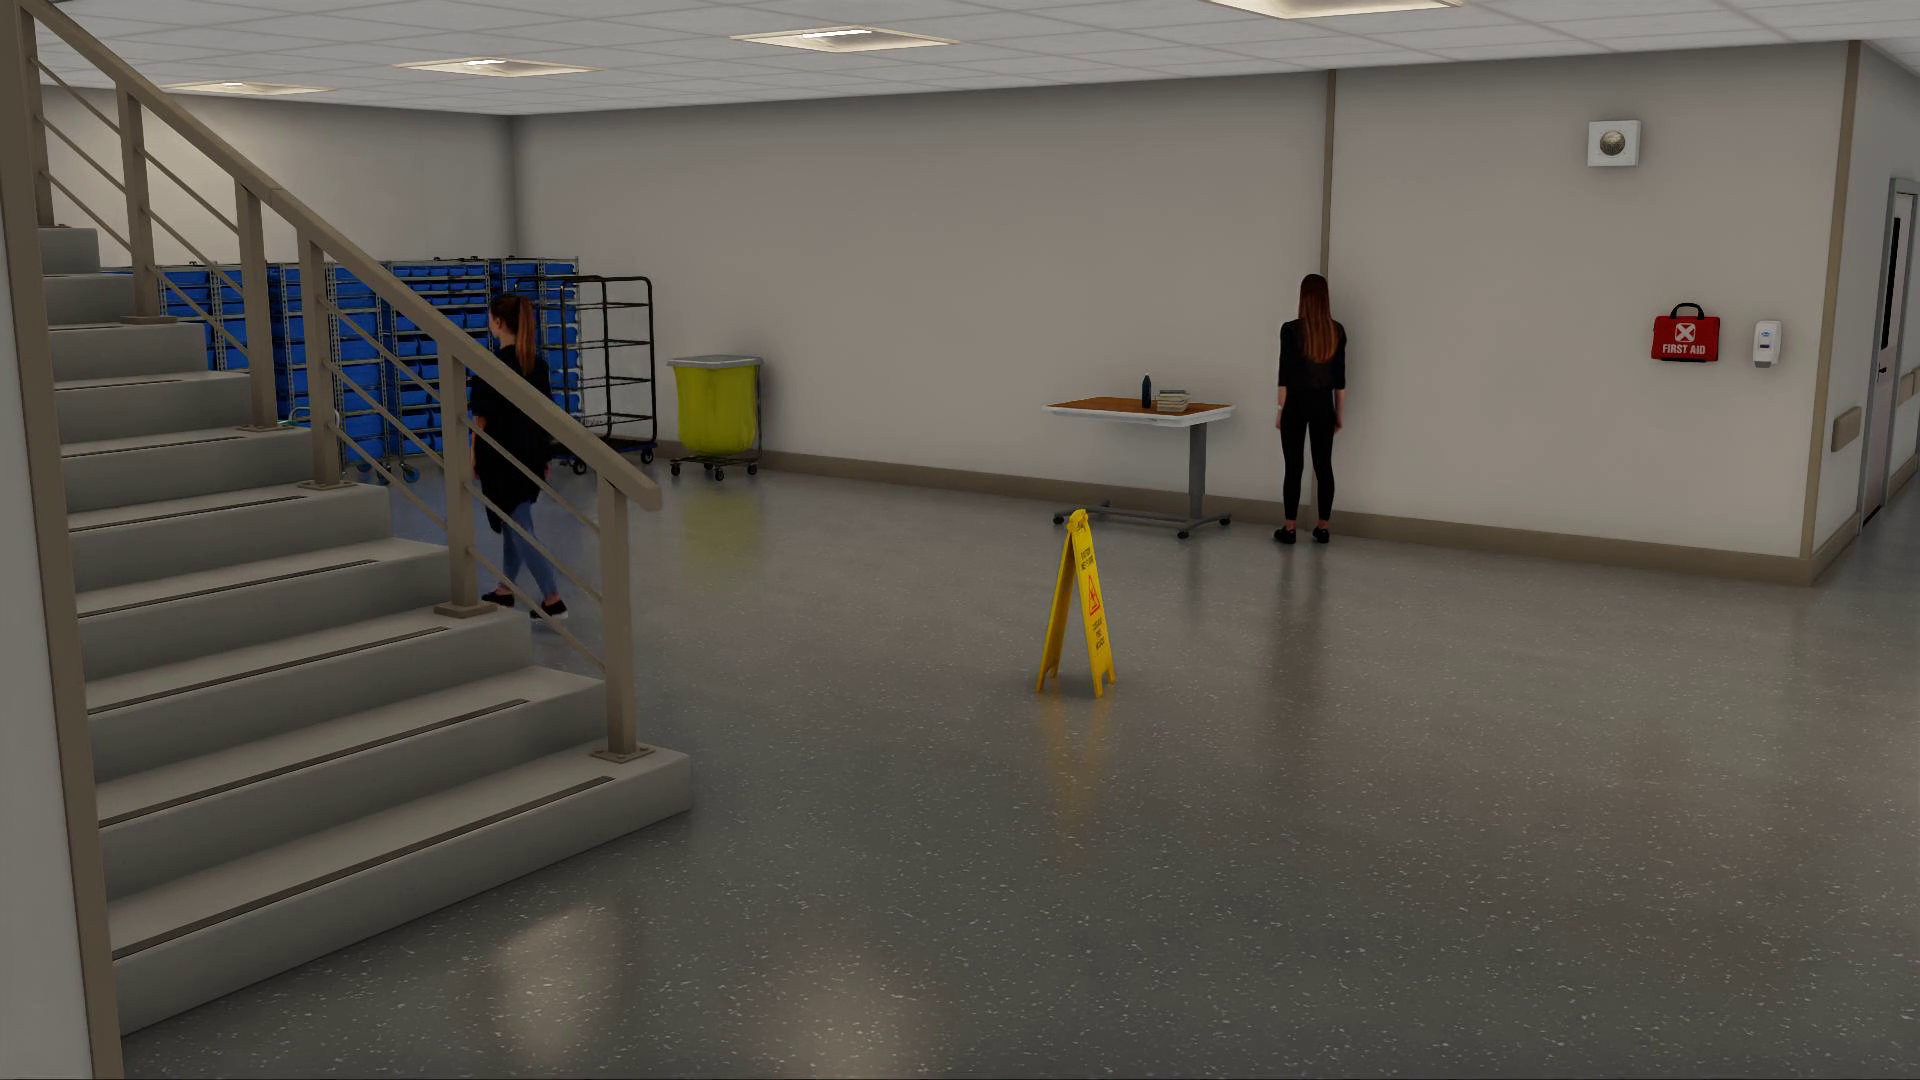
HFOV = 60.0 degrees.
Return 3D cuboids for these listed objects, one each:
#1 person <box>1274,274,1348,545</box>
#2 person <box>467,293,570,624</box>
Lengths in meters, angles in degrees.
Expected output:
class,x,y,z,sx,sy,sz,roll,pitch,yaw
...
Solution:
class,x,y,z,sx,sy,sz,roll,pitch,yaw
person,2.234,-0.838,10.631,0.663,1.709,0.729,-1,11,-8
person,-2.184,-0.376,8.336,0.937,1.657,0.599,8,13,35
